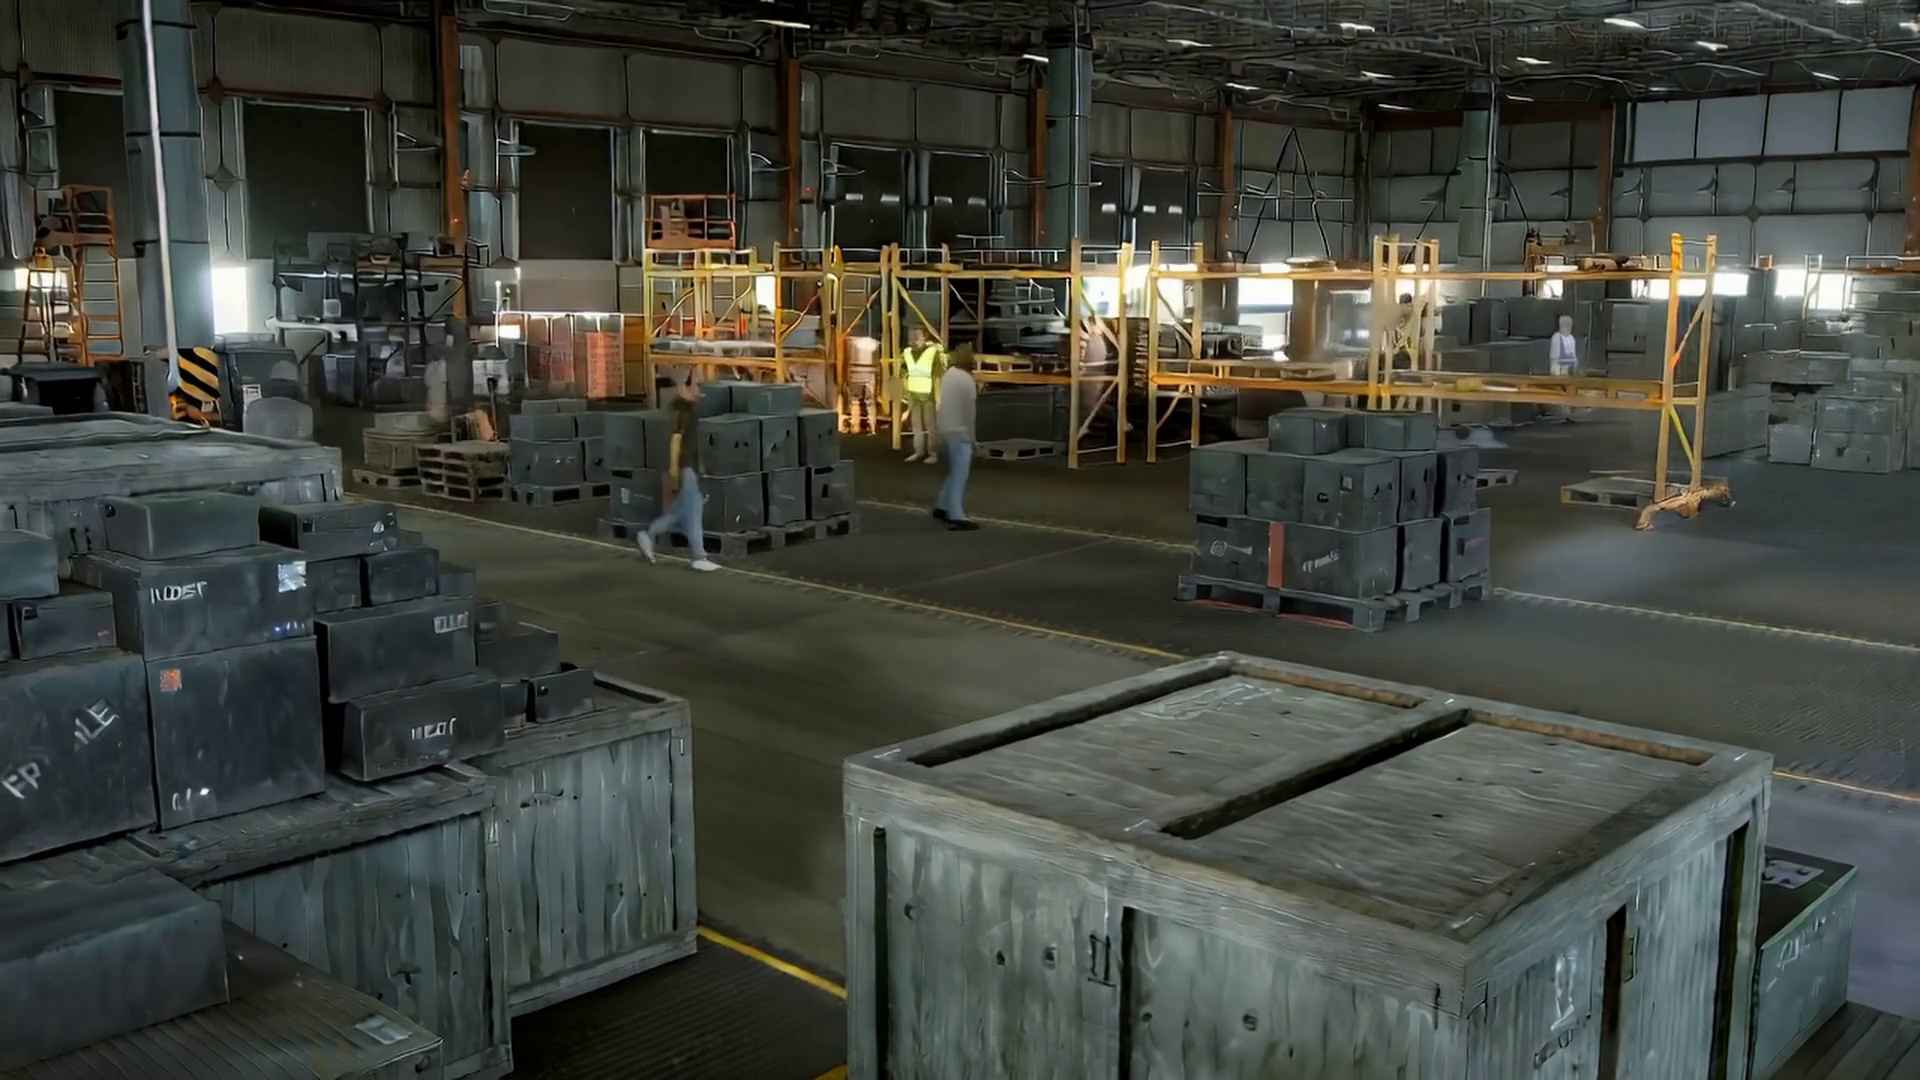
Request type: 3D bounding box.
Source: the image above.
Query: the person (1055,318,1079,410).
[{"bbox_3d":[2.031,-3.332,31.470,0.485,1.739,0.319,-2,10,-13],"label":"person"}]

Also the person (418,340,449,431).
[{"bbox_3d":[-7.322,-1.923,23.024,0.688,1.673,0.537,1,9,7],"label":"person"}]

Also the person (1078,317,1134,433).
[{"bbox_3d":[2.274,-2.634,26.763,1.026,1.876,0.642,2,9,12],"label":"person"}]

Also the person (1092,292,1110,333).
[{"bbox_3d":[4.356,-6.684,51.447,0.544,1.930,0.389,1,9,5],"label":"person"}]

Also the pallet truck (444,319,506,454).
[{"bbox_3d":[-6.981,-1.942,22.150,1.885,1.965,0.823,1,9,9],"label":"pallet truck"}]

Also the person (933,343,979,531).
[{"bbox_3d":[-0.030,-1.057,17.014,0.436,1.907,0.674,-3,10,-17],"label":"person"}]

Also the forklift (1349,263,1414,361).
[{"bbox_3d":[12.099,-6.467,47.195,1.873,2.768,1.129,3,10,17],"label":"forklift"}]

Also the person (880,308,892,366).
[{"bbox_3d":[-1.962,-5.335,44.085,0.313,1.634,0.514,1,9,8],"label":"person"}]

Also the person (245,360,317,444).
[{"bbox_3d":[-5.637,-0.551,13.900,0.614,1.904,0.441,1,9,7],"label":"person"}]

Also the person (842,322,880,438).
[{"bbox_3d":[-1.567,-2.512,26.179,0.620,1.835,0.431,-6,11,-34],"label":"person"}]

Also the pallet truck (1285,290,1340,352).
[{"bbox_3d":[11.297,-6.951,52.861,1.885,1.965,0.823,-5,11,-29],"label":"pallet truck"}]

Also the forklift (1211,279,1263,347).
[{"bbox_3d":[7.356,-6.273,46.008,1.873,2.768,1.129,9,13,43],"label":"forklift"}]

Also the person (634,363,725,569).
[{"bbox_3d":[-2.509,-0.650,14.753,0.766,1.840,0.541,0,9,0],"label":"person"}]

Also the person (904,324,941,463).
[{"bbox_3d":[-0.511,-2.011,22.863,0.586,1.910,0.395,6,11,34],"label":"person"}]

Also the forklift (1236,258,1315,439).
[{"bbox_3d":[5.295,-2.998,25.928,1.873,2.768,1.129,1,9,9],"label":"forklift"}]

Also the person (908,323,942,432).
[{"bbox_3d":[-0.578,-2.550,26.497,0.530,1.792,1.014,6,11,33],"label":"person"}]

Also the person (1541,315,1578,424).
[{"bbox_3d":[10.362,-2.935,28.621,0.595,1.872,0.492,-5,11,-30],"label":"person"}]
